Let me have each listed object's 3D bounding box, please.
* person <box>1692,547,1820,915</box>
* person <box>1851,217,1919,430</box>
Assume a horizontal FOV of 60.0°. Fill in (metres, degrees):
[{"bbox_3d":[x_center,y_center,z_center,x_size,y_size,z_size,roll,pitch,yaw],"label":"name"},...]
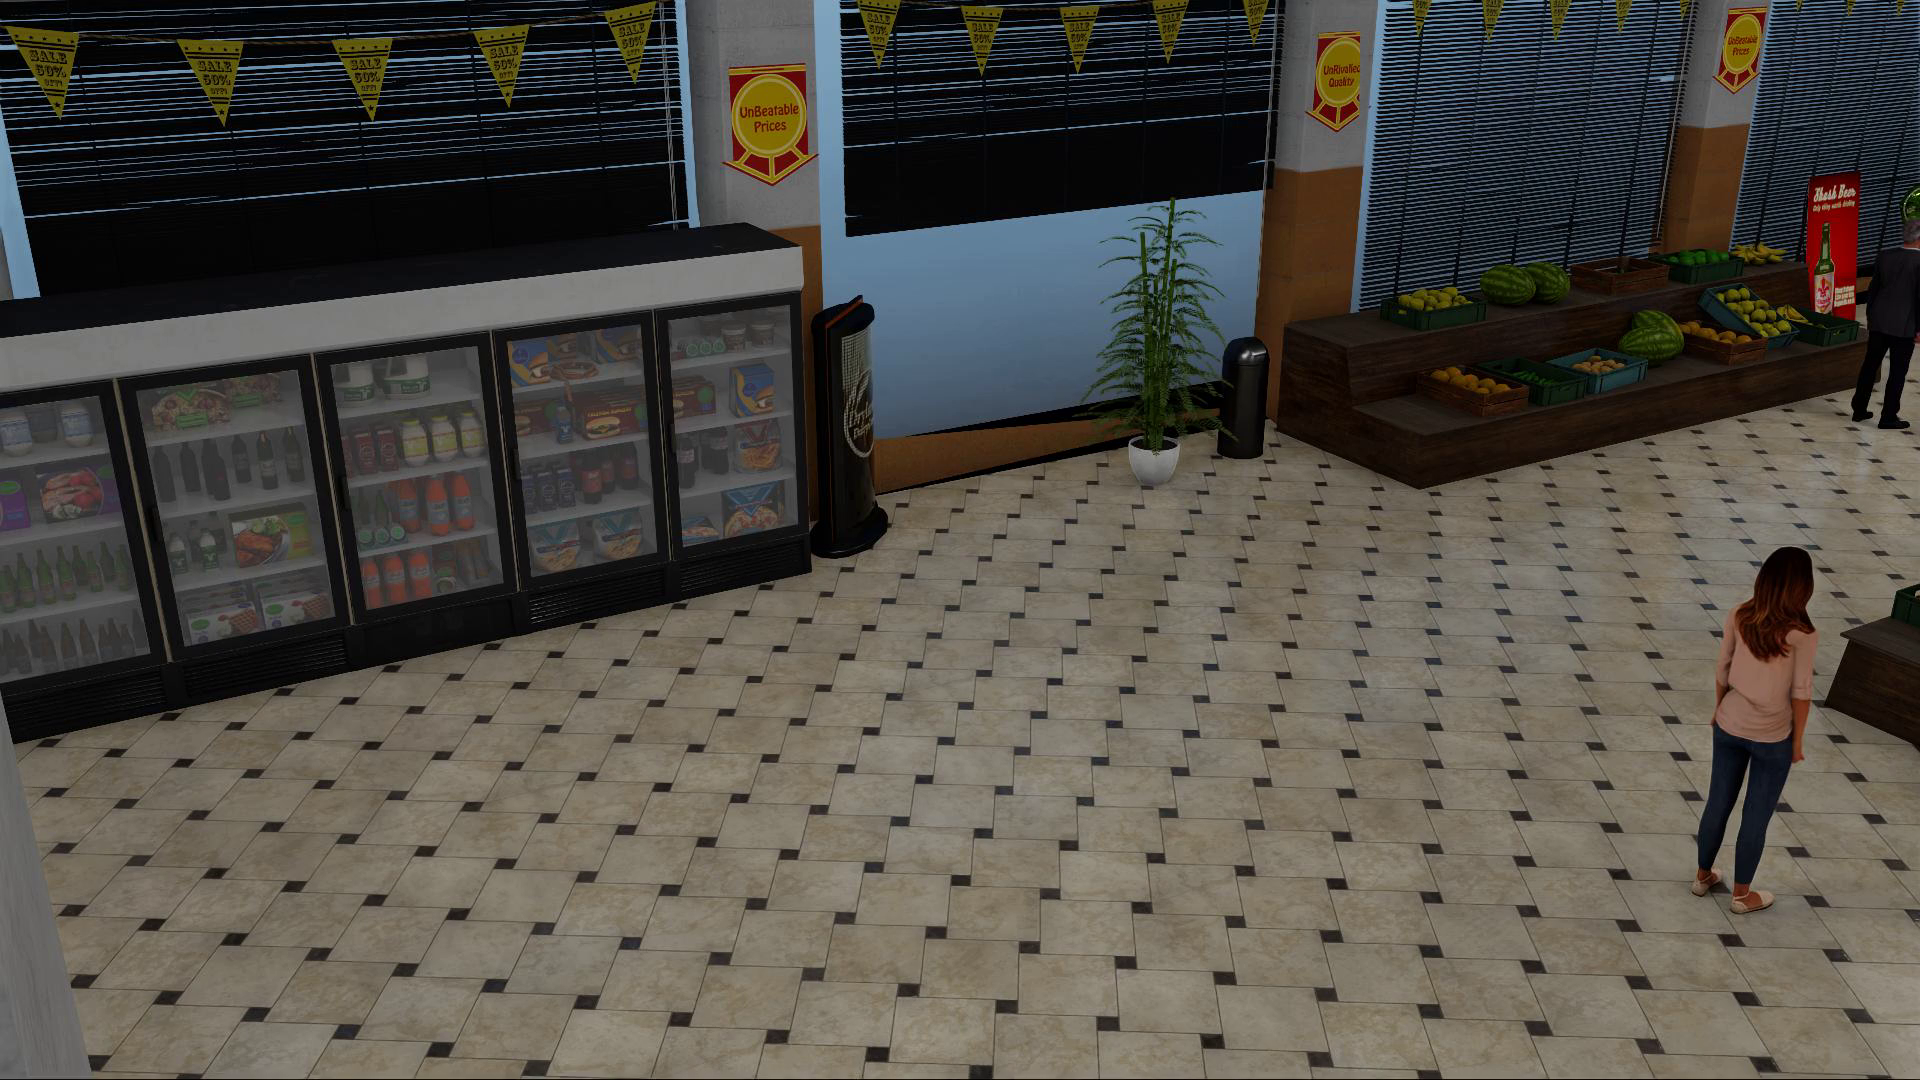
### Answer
[{"bbox_3d":[3.636,0.870,7.618,0.546,1.792,0.605,-15,26,-32],"label":"person"},{"bbox_3d":[8.117,-1.892,14.425,0.590,1.842,0.709,-11,24,-26],"label":"person"}]
